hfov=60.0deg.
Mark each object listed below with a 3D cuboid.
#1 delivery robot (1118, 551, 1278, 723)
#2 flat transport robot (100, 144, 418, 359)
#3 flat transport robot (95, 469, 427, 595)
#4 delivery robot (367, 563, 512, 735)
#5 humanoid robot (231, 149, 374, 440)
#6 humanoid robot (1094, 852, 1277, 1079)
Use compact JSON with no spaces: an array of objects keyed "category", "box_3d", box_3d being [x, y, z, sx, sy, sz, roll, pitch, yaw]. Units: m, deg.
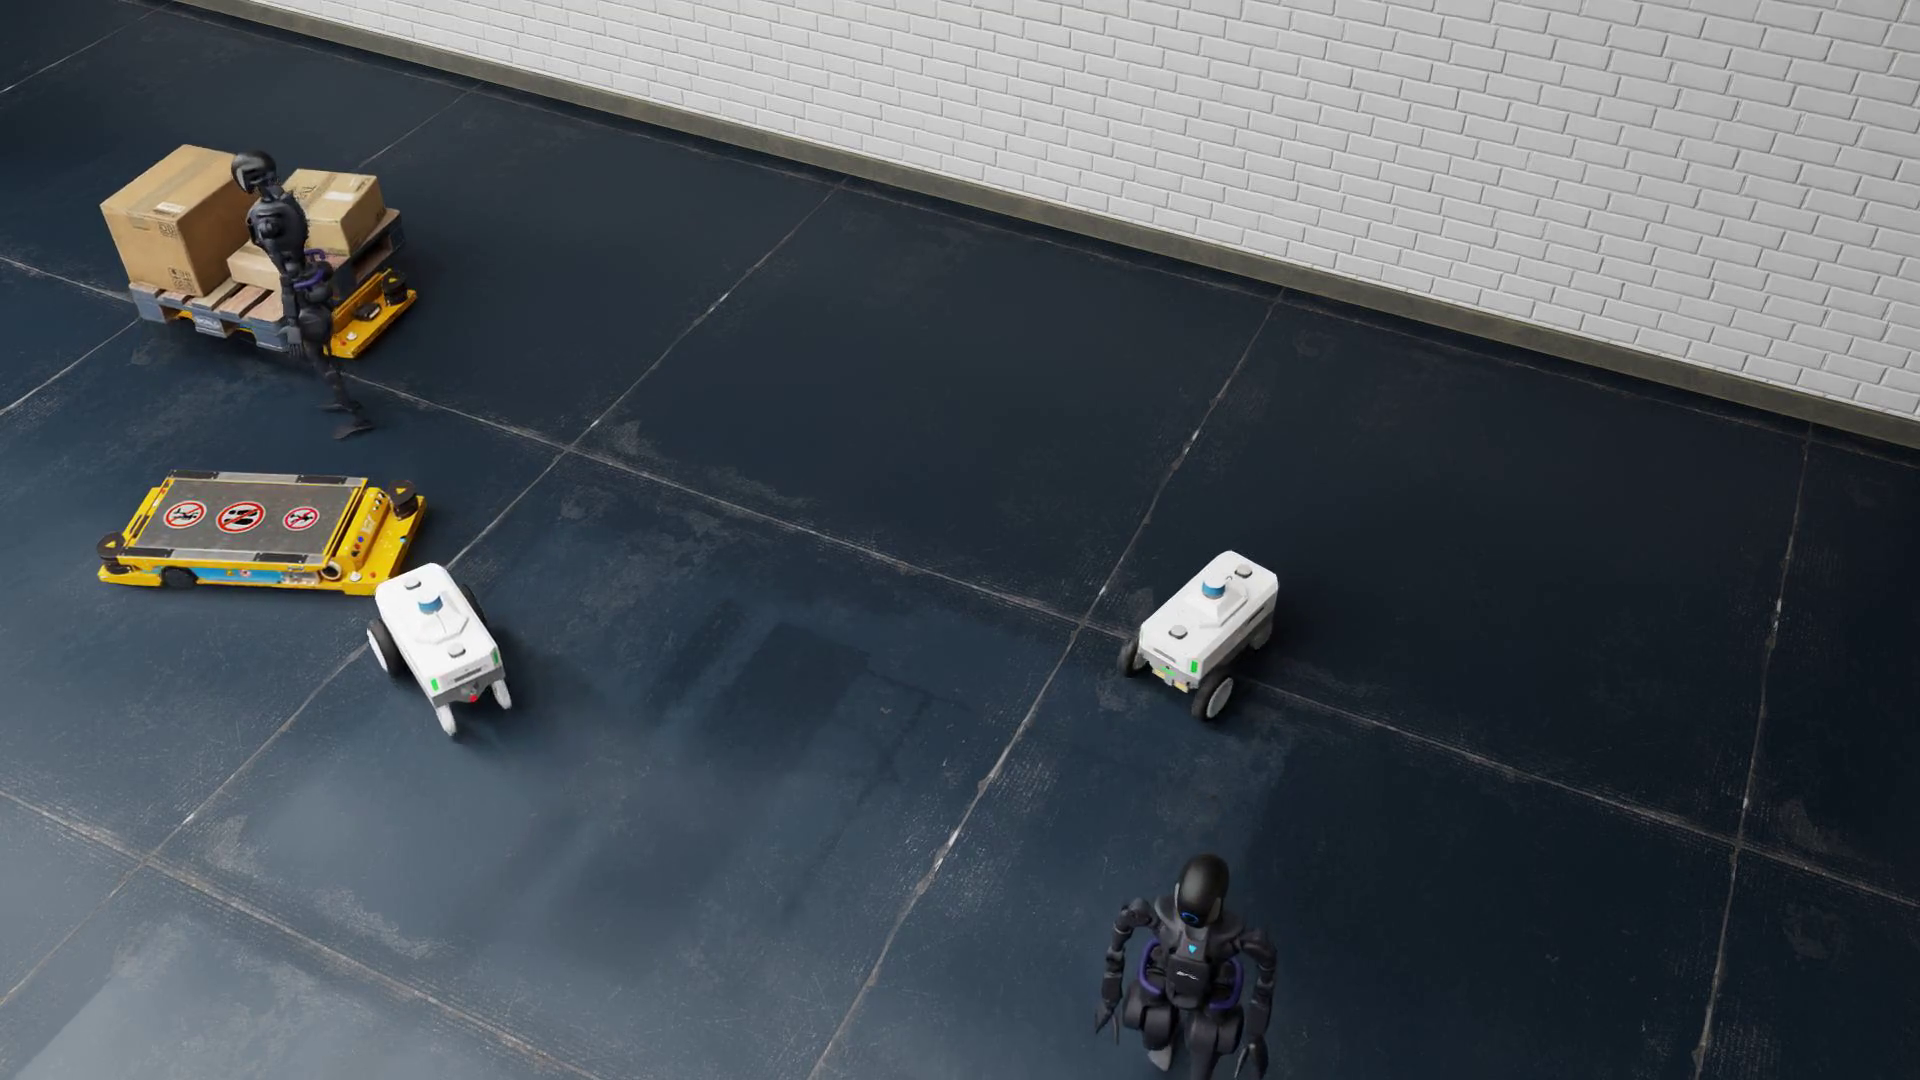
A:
[{"category":"delivery robot","box_3d":[1.131,0.392,7.609,0.499,0.576,0.768,31,51,29]},{"category":"flat transport robot","box_3d":[-4.012,-1.453,9.823,1.431,0.231,0.659,14,45,15]},{"category":"flat transport robot","box_3d":[-3.473,-0.037,8.296,1.431,0.231,0.659,2,43,3]},{"category":"delivery robot","box_3d":[-2.366,0.454,7.567,0.499,0.612,0.814,-25,49,-25]},{"category":"humanoid robot","box_3d":[-3.380,-1.251,8.566,0.307,1.649,0.608,-9,44,-9]},{"category":"humanoid robot","box_3d":[0.767,1.538,5.599,0.611,1.634,0.772,11,44,12]}]
